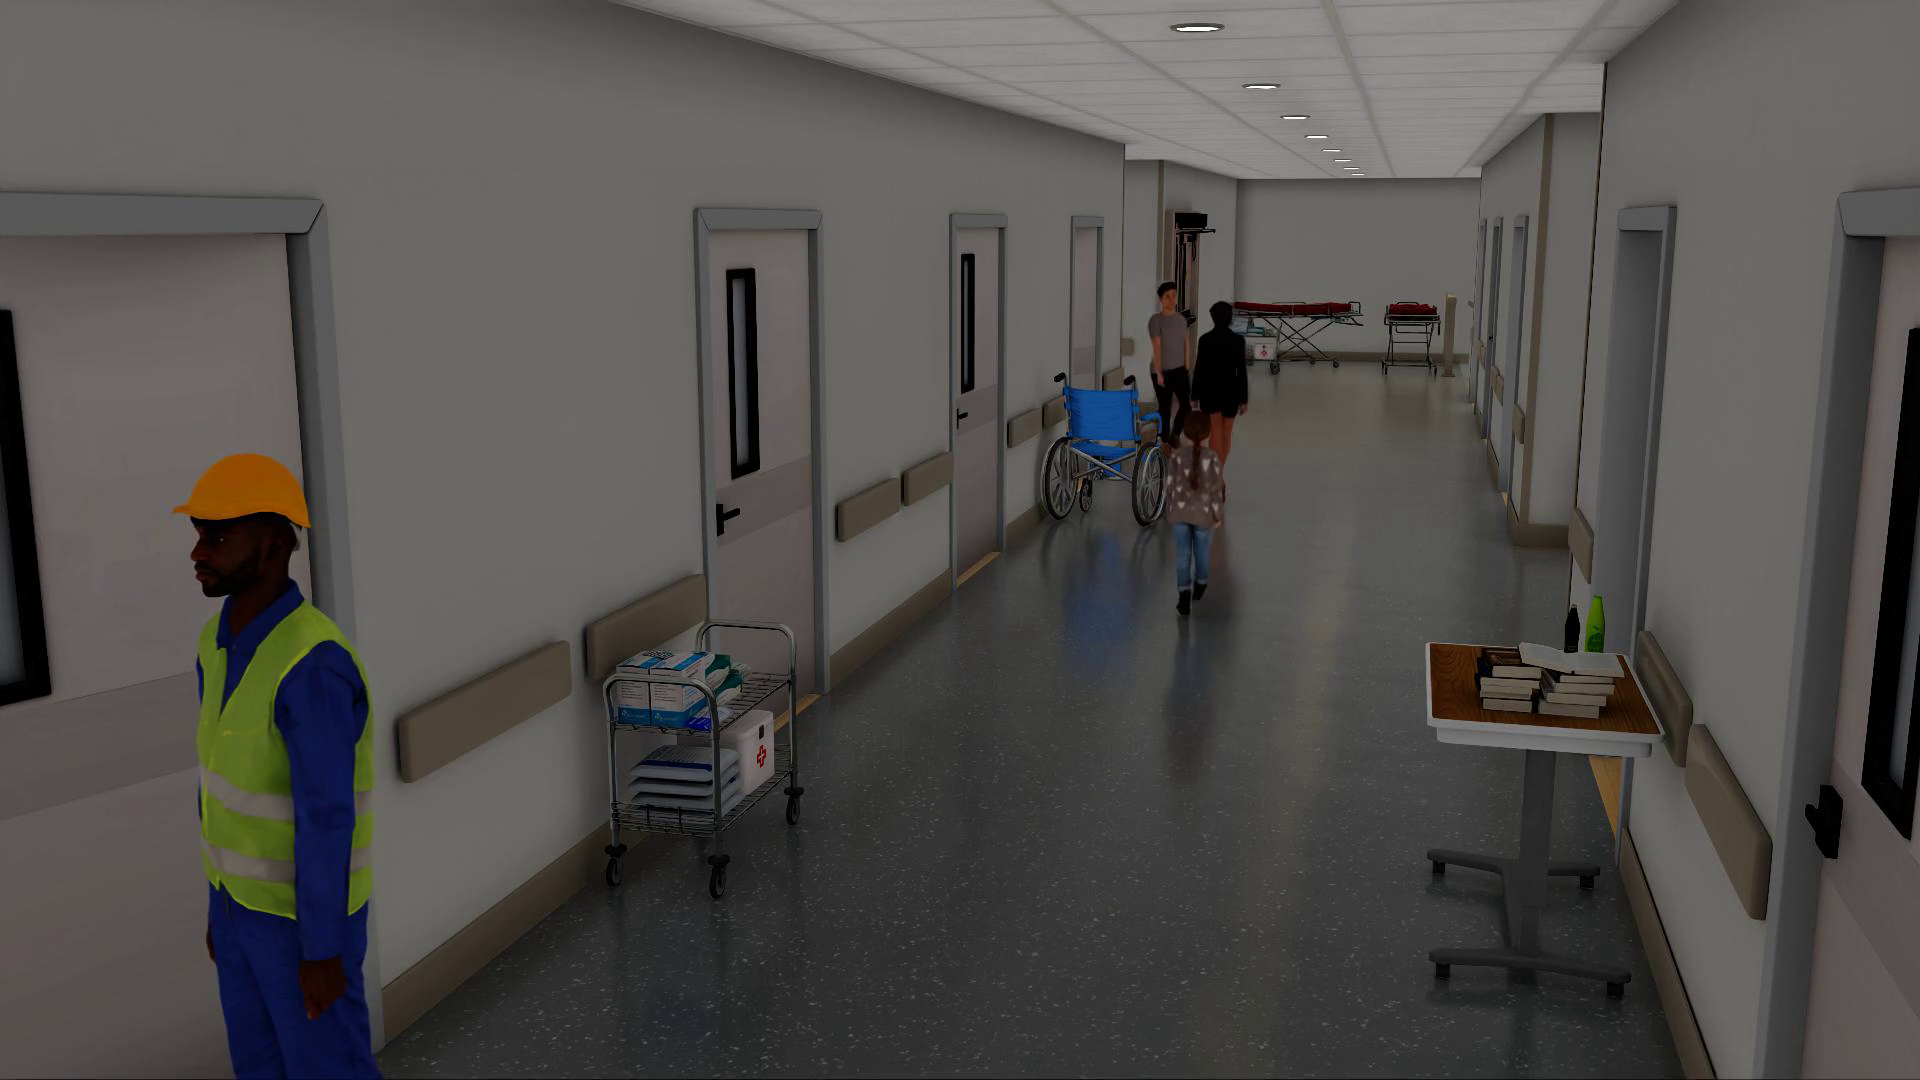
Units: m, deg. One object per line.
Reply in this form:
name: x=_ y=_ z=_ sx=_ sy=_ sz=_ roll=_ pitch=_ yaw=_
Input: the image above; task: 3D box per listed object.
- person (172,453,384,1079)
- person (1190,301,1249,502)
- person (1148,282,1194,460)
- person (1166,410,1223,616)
person: x=-1.358 y=0.718 z=3.372 sx=0.739 sy=1.813 sz=0.742 roll=10 pitch=14 yaw=42
person: x=2.109 y=-1.082 z=13.436 sx=0.803 sy=1.598 sz=1.095 roll=-1 pitch=11 yaw=-3
person: x=1.975 y=-1.630 z=16.053 sx=0.735 sy=1.699 sz=0.783 roll=-6 pitch=12 yaw=-27
person: x=1.339 y=-0.136 z=9.625 sx=0.538 sy=1.161 sz=0.816 roll=1 pitch=11 yaw=7
